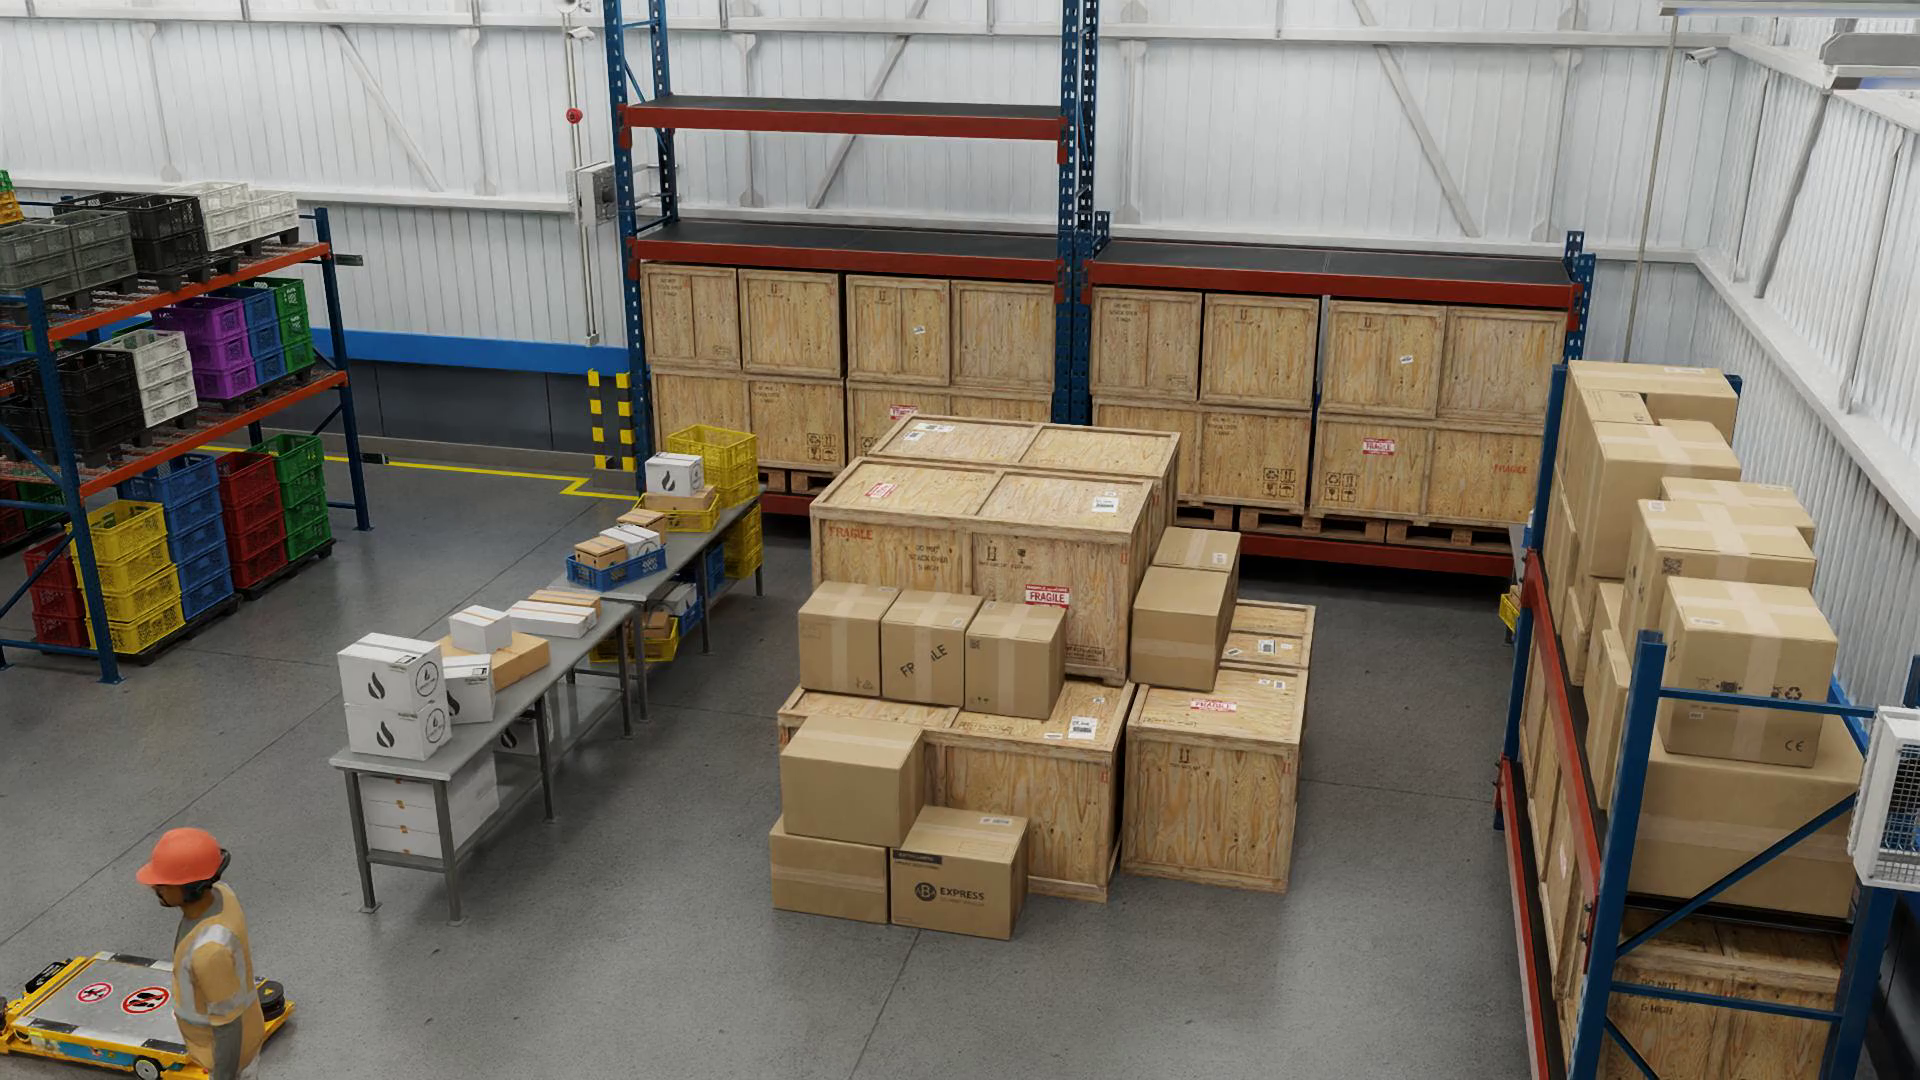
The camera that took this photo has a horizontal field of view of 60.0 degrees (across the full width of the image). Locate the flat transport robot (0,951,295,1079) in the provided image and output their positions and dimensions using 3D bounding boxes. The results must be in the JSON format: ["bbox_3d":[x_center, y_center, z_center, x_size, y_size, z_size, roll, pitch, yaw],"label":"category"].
[{"bbox_3d":[-4.270,2.464,8.601,1.431,0.231,0.659,5,22,13],"label":"flat transport robot"}]

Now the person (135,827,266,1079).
[{"bbox_3d":[-3.129,2.116,7.023,0.367,2.048,0.606,-10,23,-24],"label":"person"}]
